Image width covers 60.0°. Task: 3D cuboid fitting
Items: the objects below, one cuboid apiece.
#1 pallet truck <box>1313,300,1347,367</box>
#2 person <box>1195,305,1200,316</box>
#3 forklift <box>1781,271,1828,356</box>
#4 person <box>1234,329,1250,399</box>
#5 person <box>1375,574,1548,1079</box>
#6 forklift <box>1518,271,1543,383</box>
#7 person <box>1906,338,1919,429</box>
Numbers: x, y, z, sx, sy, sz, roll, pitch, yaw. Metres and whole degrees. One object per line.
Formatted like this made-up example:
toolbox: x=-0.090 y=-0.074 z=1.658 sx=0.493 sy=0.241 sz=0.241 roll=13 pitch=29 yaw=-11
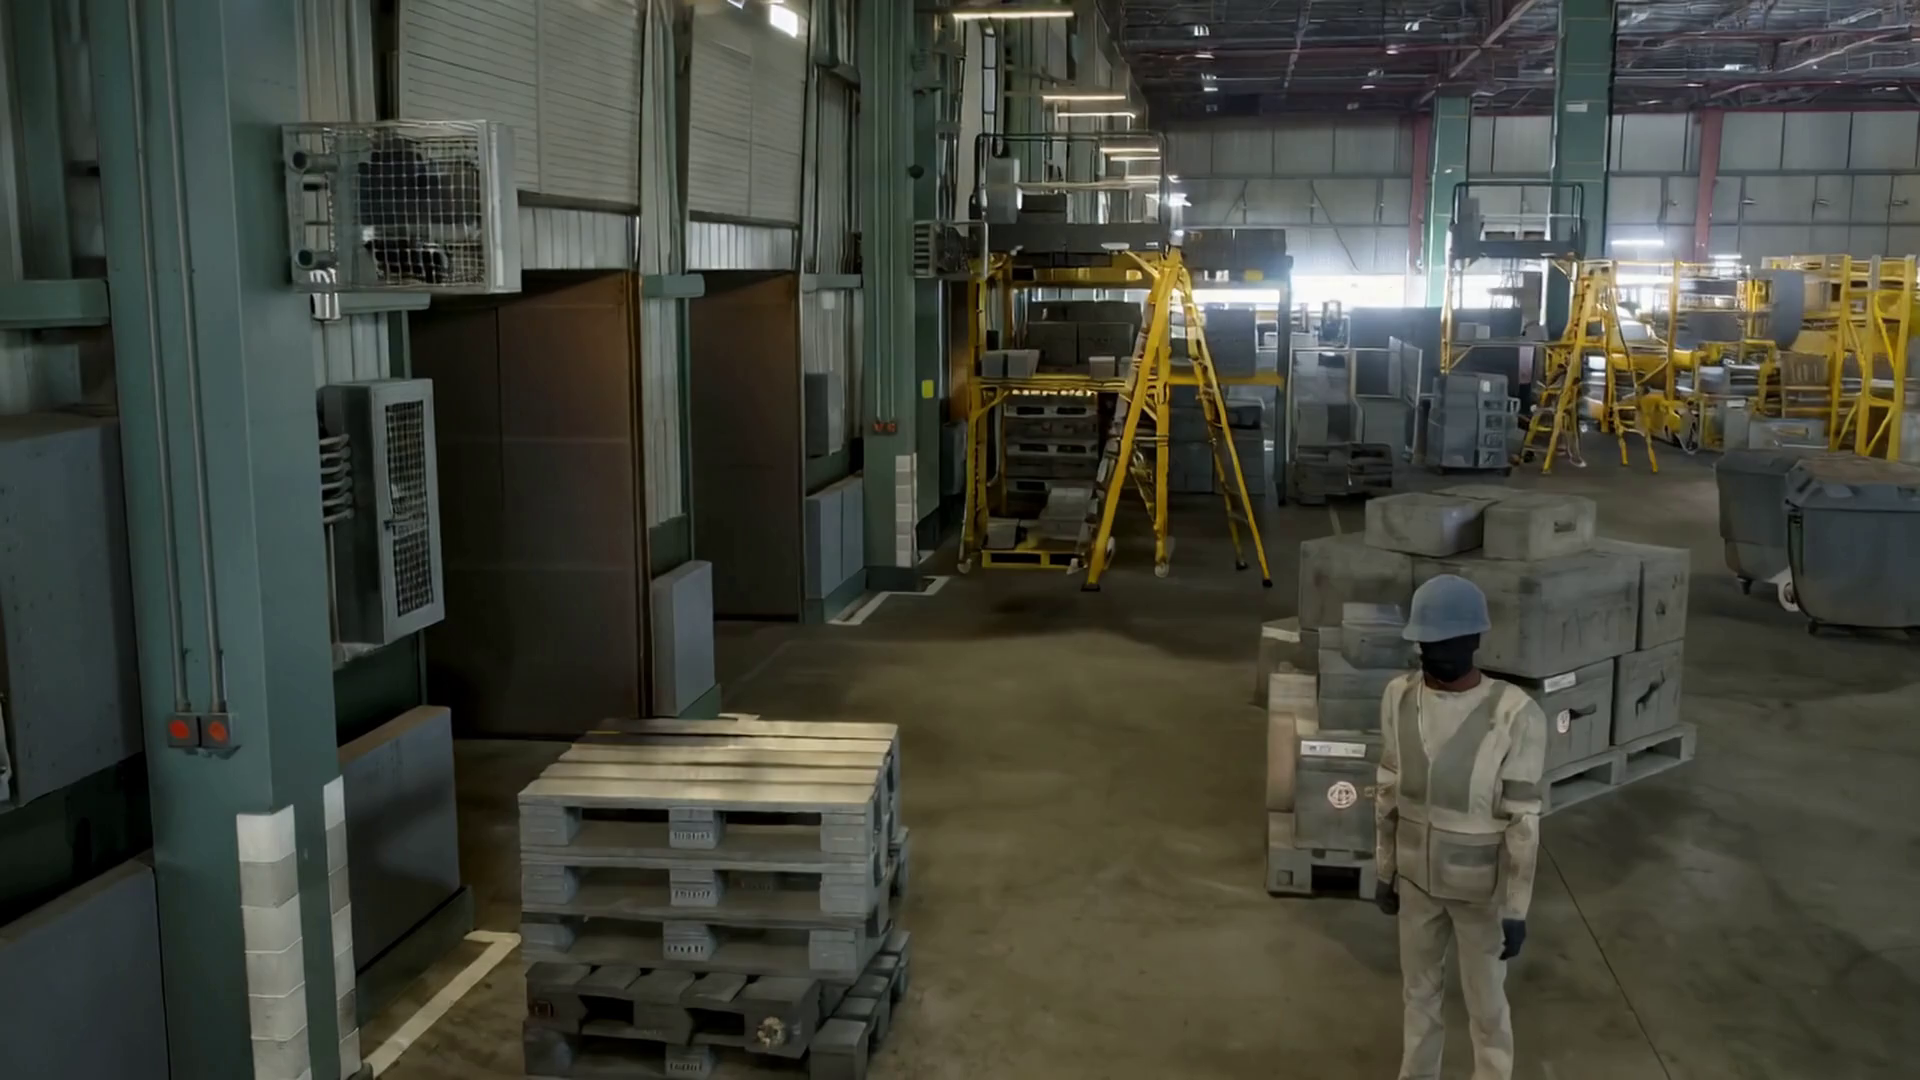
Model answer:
pallet truck: x=11.159 y=-6.200 z=49.718 sx=0.823 sy=1.965 sz=1.885 roll=4 pitch=10 yaw=26
person: x=6.266 y=-5.300 z=44.400 sx=0.392 sy=1.928 sz=0.543 roll=7 pitch=12 yaw=39
forklift: x=23.984 y=-6.367 z=48.032 sx=1.873 sy=2.768 sz=1.129 roll=1 pitch=9 yaw=9
person: x=5.920 y=-3.584 z=34.720 sx=0.311 sy=1.632 sz=0.521 roll=-8 pitch=12 yaw=-41
person: x=1.538 y=1.052 z=5.239 sx=0.393 sy=1.921 sz=0.585 roll=-7 pitch=12 yaw=-39
forklift: x=14.225 y=-5.301 z=41.462 sx=1.873 sy=2.768 sz=1.129 roll=1 pitch=9 yaw=9
person: x=17.401 y=-2.971 z=30.040 sx=0.633 sy=1.923 sz=0.586 roll=2 pitch=9 yaw=14
